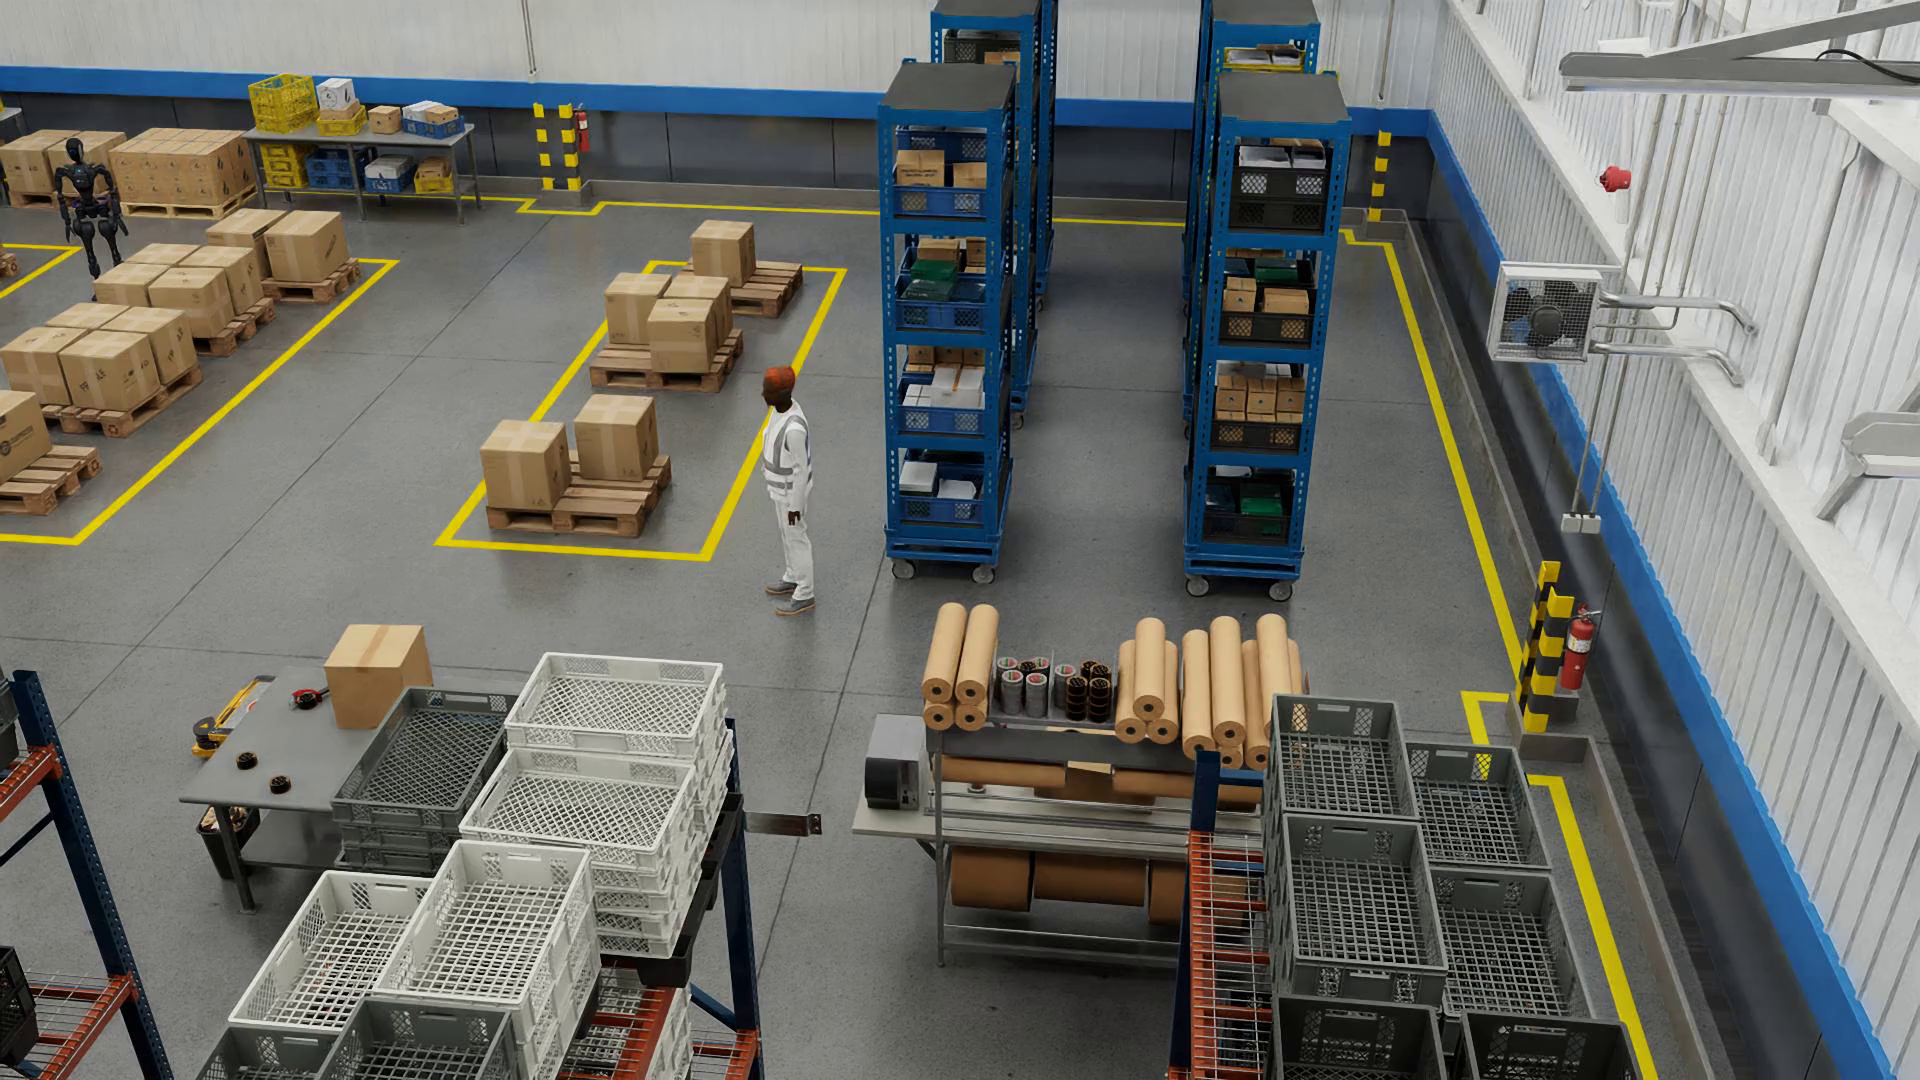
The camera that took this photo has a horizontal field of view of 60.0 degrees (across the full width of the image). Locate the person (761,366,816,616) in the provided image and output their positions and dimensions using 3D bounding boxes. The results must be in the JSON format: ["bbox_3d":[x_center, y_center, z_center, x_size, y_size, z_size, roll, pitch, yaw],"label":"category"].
[{"bbox_3d":[-1.214,-0.357,11.680,0.347,1.883,0.582,-9,31,-15],"label":"person"}]

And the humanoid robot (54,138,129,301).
[{"bbox_3d":[-8.773,-3.248,16.838,0.589,1.657,0.327,-10,32,-17],"label":"humanoid robot"}]

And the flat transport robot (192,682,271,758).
[{"bbox_3d":[-4.089,1.163,10.648,1.431,0.197,0.652,3,30,6],"label":"flat transport robot"}]
